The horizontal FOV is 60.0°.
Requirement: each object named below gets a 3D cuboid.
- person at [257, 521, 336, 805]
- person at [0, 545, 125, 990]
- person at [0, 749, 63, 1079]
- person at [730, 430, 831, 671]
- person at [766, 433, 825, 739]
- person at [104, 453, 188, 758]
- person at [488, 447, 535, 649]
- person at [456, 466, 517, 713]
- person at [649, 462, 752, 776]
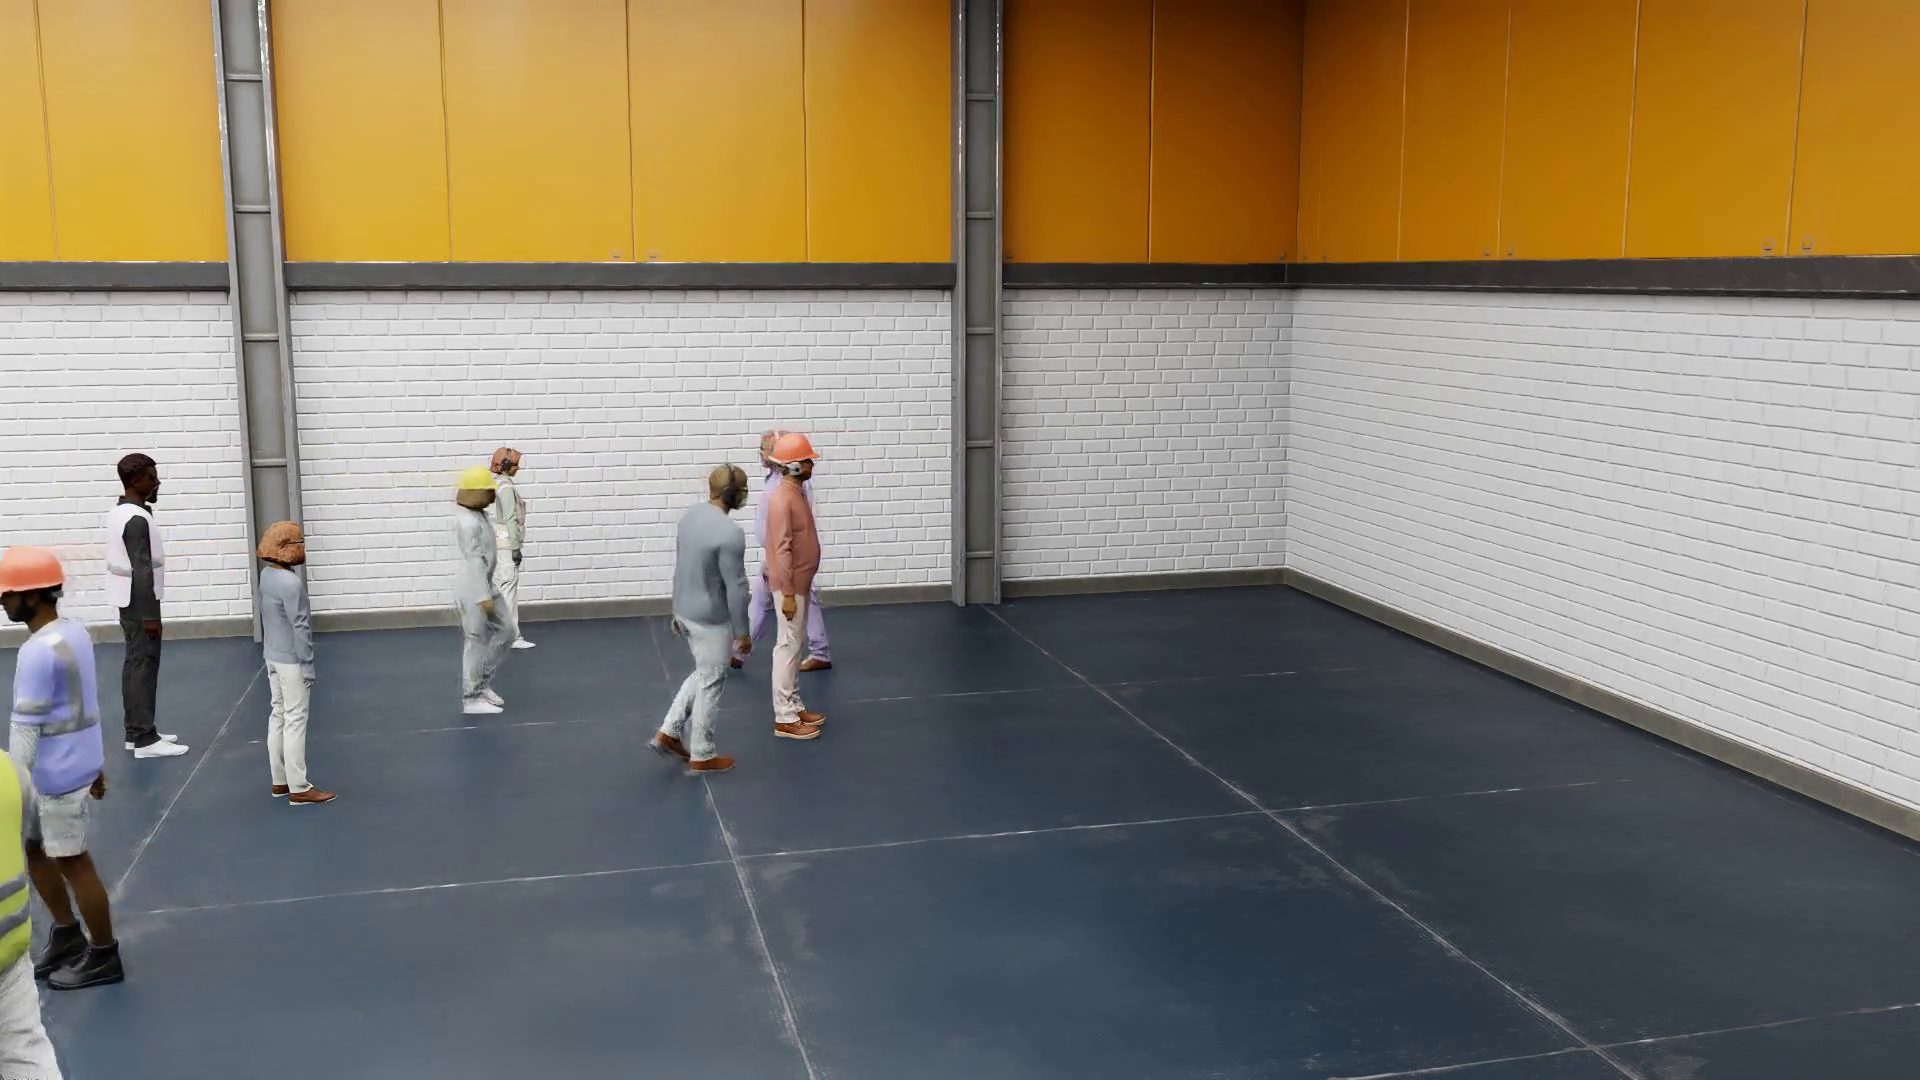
[{"bbox_3d":[-3.836,0.700,9.545,0.280,1.633,0.500,-9,12,-43],"label":"person"},{"bbox_3d":[-3.846,0.975,6.962,0.584,1.916,0.549,-3,10,-19],"label":"person"},{"bbox_3d":[-3.248,1.306,5.246,0.952,1.792,0.659,1,9,9],"label":"person"},{"bbox_3d":[-1.433,0.098,12.583,0.975,1.852,0.676,-2,9,-14],"label":"person"},{"bbox_3d":[-1.092,0.294,10.941,0.370,1.996,0.622,1,9,3],"label":"person"},{"bbox_3d":[-5.167,0.409,10.472,0.375,1.917,0.598,-6,11,-34],"label":"person"},{"bbox_3d":[-3.673,0.064,13.492,0.310,1.640,0.514,-5,10,-29],"label":"person"},{"bbox_3d":[-3.277,0.353,11.418,0.402,1.730,0.489,0,9,0],"label":"person"},{"bbox_3d":[-1.505,0.487,10.002,0.485,1.912,0.654,-6,11,-33],"label":"person"}]
